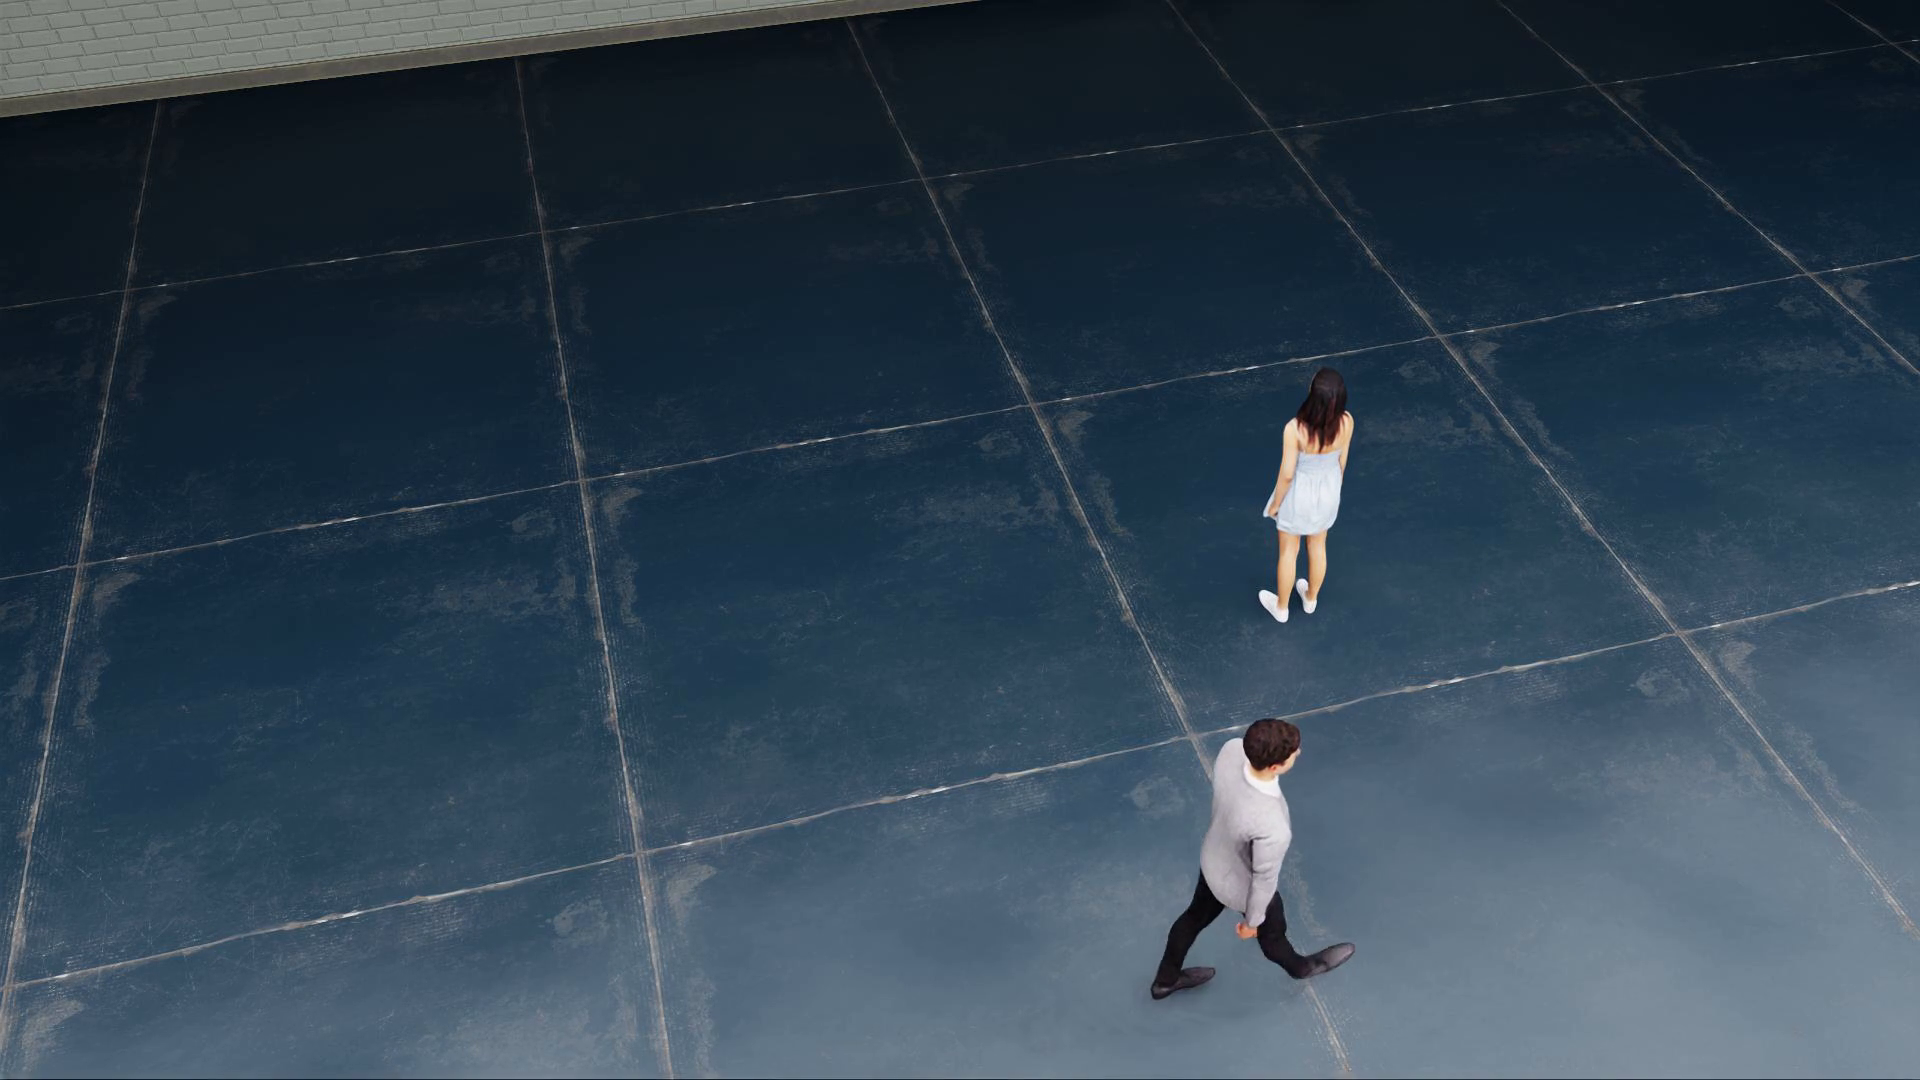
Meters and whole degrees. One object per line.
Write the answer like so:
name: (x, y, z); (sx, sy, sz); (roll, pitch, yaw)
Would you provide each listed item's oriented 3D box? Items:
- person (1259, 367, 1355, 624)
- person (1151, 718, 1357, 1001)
person: (1.920, -0.237, 9.173); (0.582, 1.729, 0.516); (-12, 44, -12)
person: (1.129, 1.455, 7.253); (0.851, 1.877, 1.135); (-13, 45, -14)
